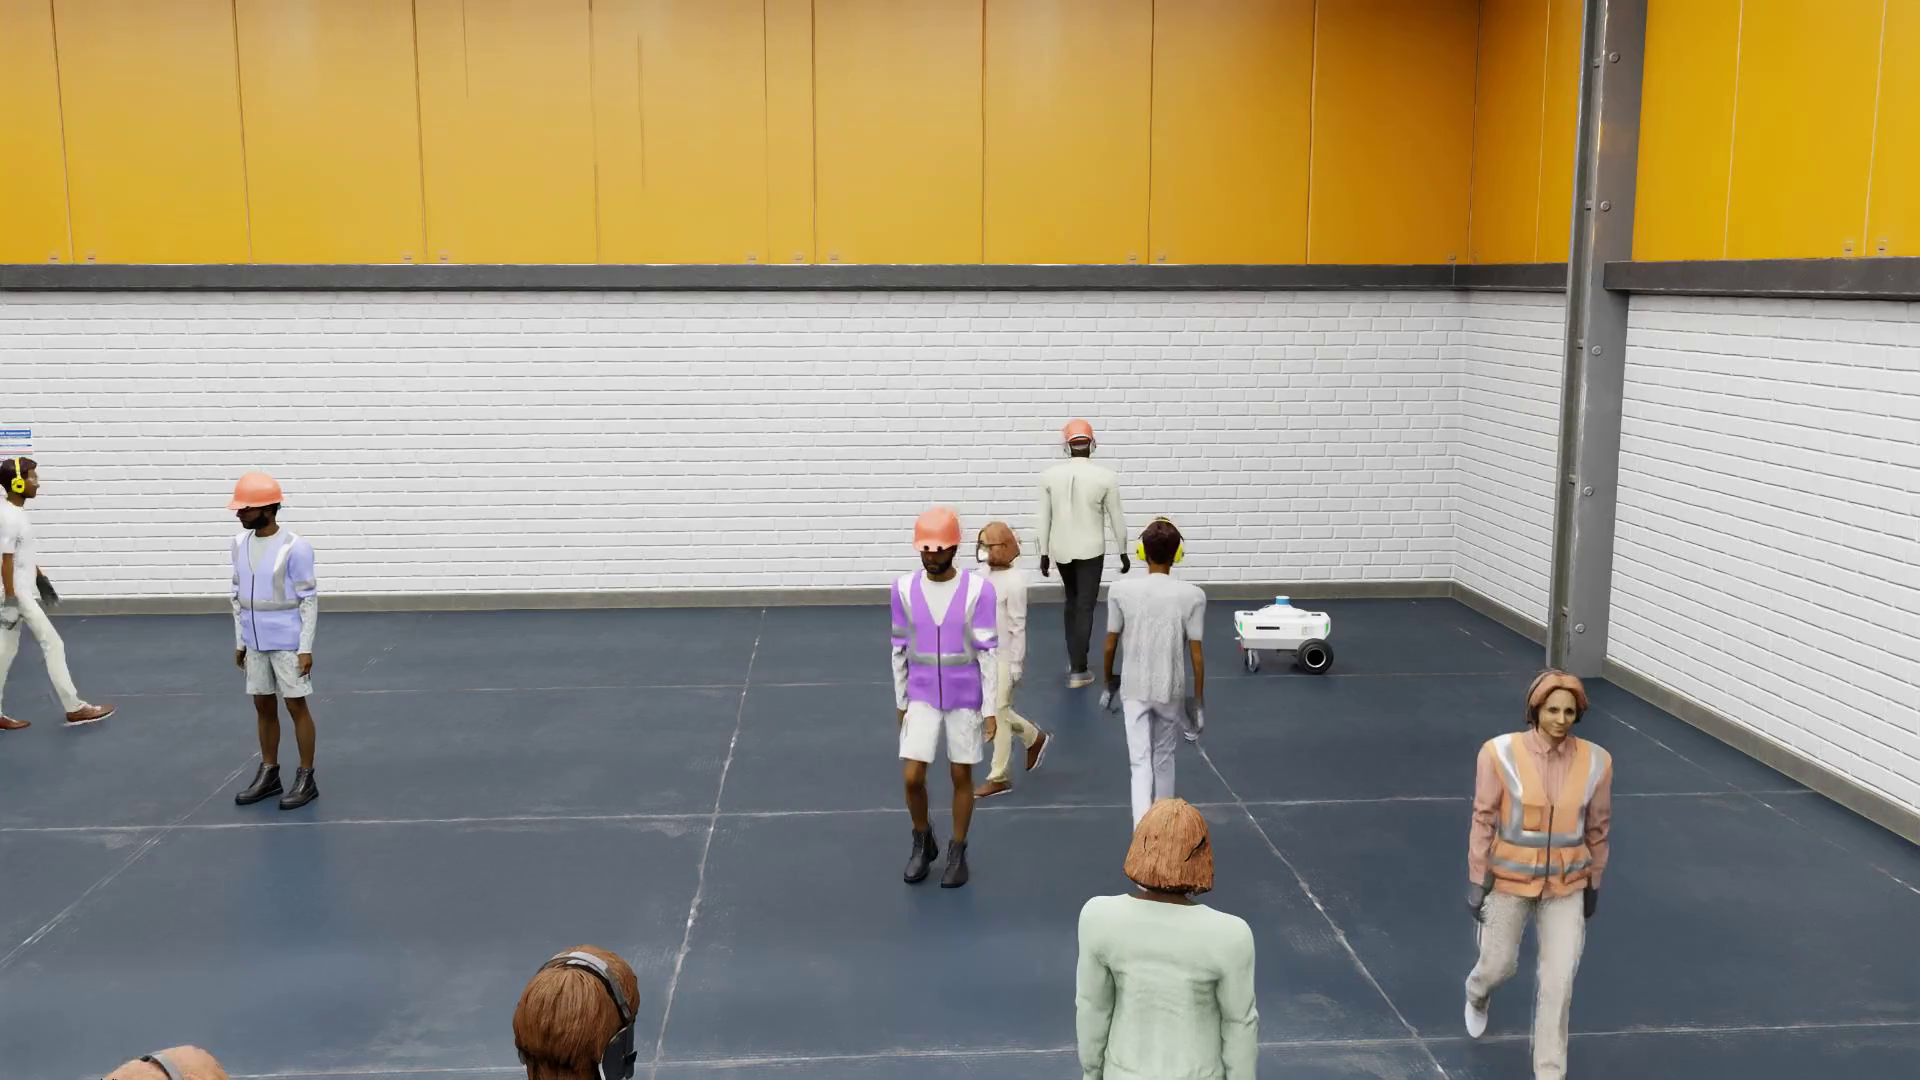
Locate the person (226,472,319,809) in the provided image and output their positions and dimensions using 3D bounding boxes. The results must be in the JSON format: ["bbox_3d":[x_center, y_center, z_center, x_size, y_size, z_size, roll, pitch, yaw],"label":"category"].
[{"bbox_3d":[-3.916,0.572,9.462,0.547,1.934,0.376,3,10,20],"label":"person"}]

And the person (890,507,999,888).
[{"bbox_3d":[-0.075,0.785,8.187,0.563,1.920,0.464,2,9,10],"label":"person"}]

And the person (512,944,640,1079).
[{"bbox_3d":[-0.679,1.637,3.061,0.634,1.841,0.429,1,9,6],"label":"person"}]

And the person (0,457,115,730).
[{"bbox_3d":[-6.163,0.361,11.112,0.896,1.834,0.530,-6,11,-34],"label":"person"}]

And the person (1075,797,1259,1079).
[{"bbox_3d":[0.565,1.502,4.559,0.505,1.633,0.279,3,10,21],"label":"person"}]

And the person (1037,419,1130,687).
[{"bbox_3d":[0.953,0.077,12.463,0.642,1.956,0.799,5,10,28],"label":"person"}]

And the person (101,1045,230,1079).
[{"bbox_3d":[-1.408,1.728,3.155,0.521,1.623,0.332,5,10,30],"label":"person"}]

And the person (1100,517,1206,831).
[{"bbox_3d":[0.982,0.793,8.457,0.508,1.822,0.976,0,9,0],"label":"person"}]

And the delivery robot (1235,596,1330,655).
[{"bbox_3d":[2.481,0.675,12.832,0.707,0.478,0.477,1,9,5],"label":"delivery robot"}]

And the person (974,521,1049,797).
[{"bbox_3d":[0.290,0.684,9.733,0.528,1.623,0.506,-5,10,-28],"label":"person"}]

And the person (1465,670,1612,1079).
[{"bbox_3d":[2.120,1.252,6.171,0.527,1.616,0.653,0,9,3],"label":"person"}]
